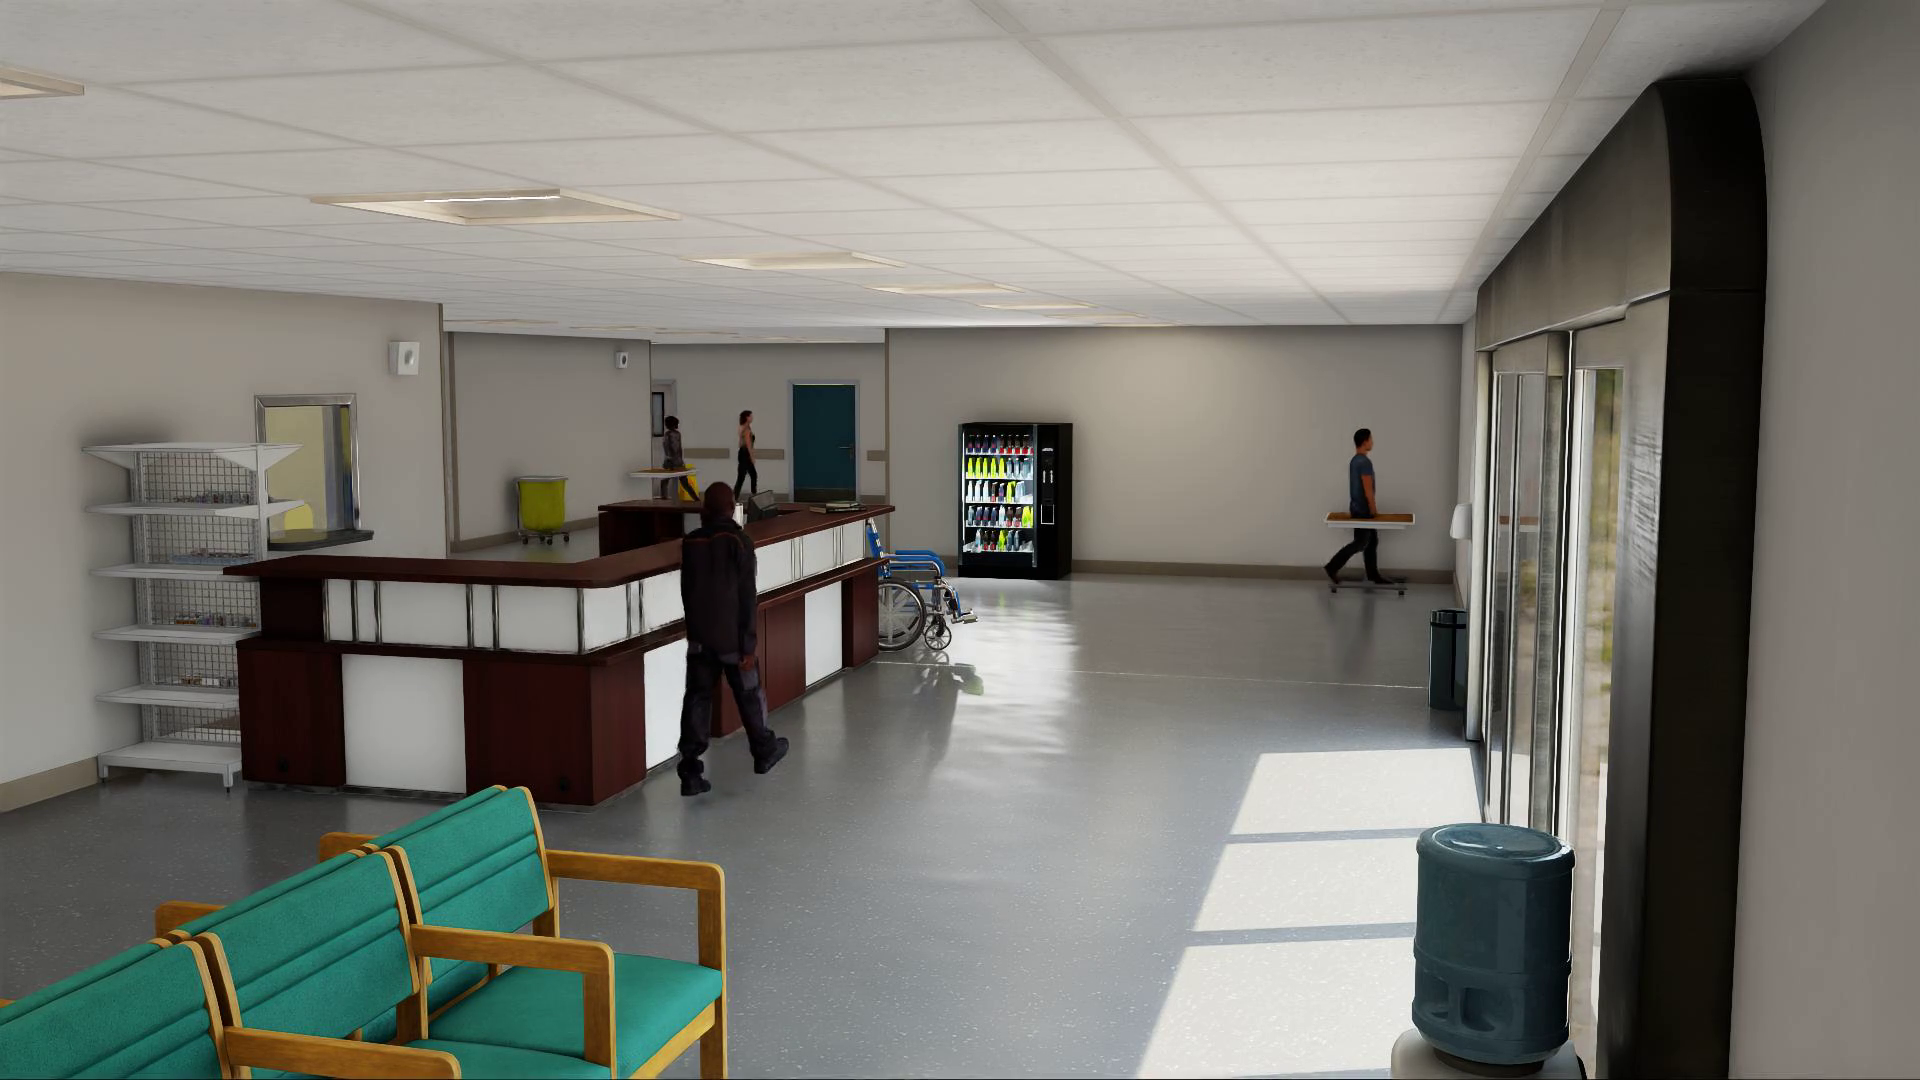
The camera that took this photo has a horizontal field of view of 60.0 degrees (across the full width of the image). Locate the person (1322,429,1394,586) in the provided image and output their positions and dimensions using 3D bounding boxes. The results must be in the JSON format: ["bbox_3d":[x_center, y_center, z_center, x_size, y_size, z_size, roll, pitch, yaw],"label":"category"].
[{"bbox_3d":[4.479,-0.340,18.762,1.096,1.787,0.775,0,6,4],"label":"person"}]

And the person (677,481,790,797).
[{"bbox_3d":[-1.426,0.590,9.515,1.152,1.788,0.834,2,6,21],"label":"person"}]

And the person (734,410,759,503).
[{"bbox_3d":[-3.968,-1.445,29.971,1.026,1.743,0.912,-2,6,-19],"label":"person"}]

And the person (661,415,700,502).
[{"bbox_3d":[-4.822,-1.251,28.441,1.305,1.663,0.954,5,8,41],"label":"person"}]
